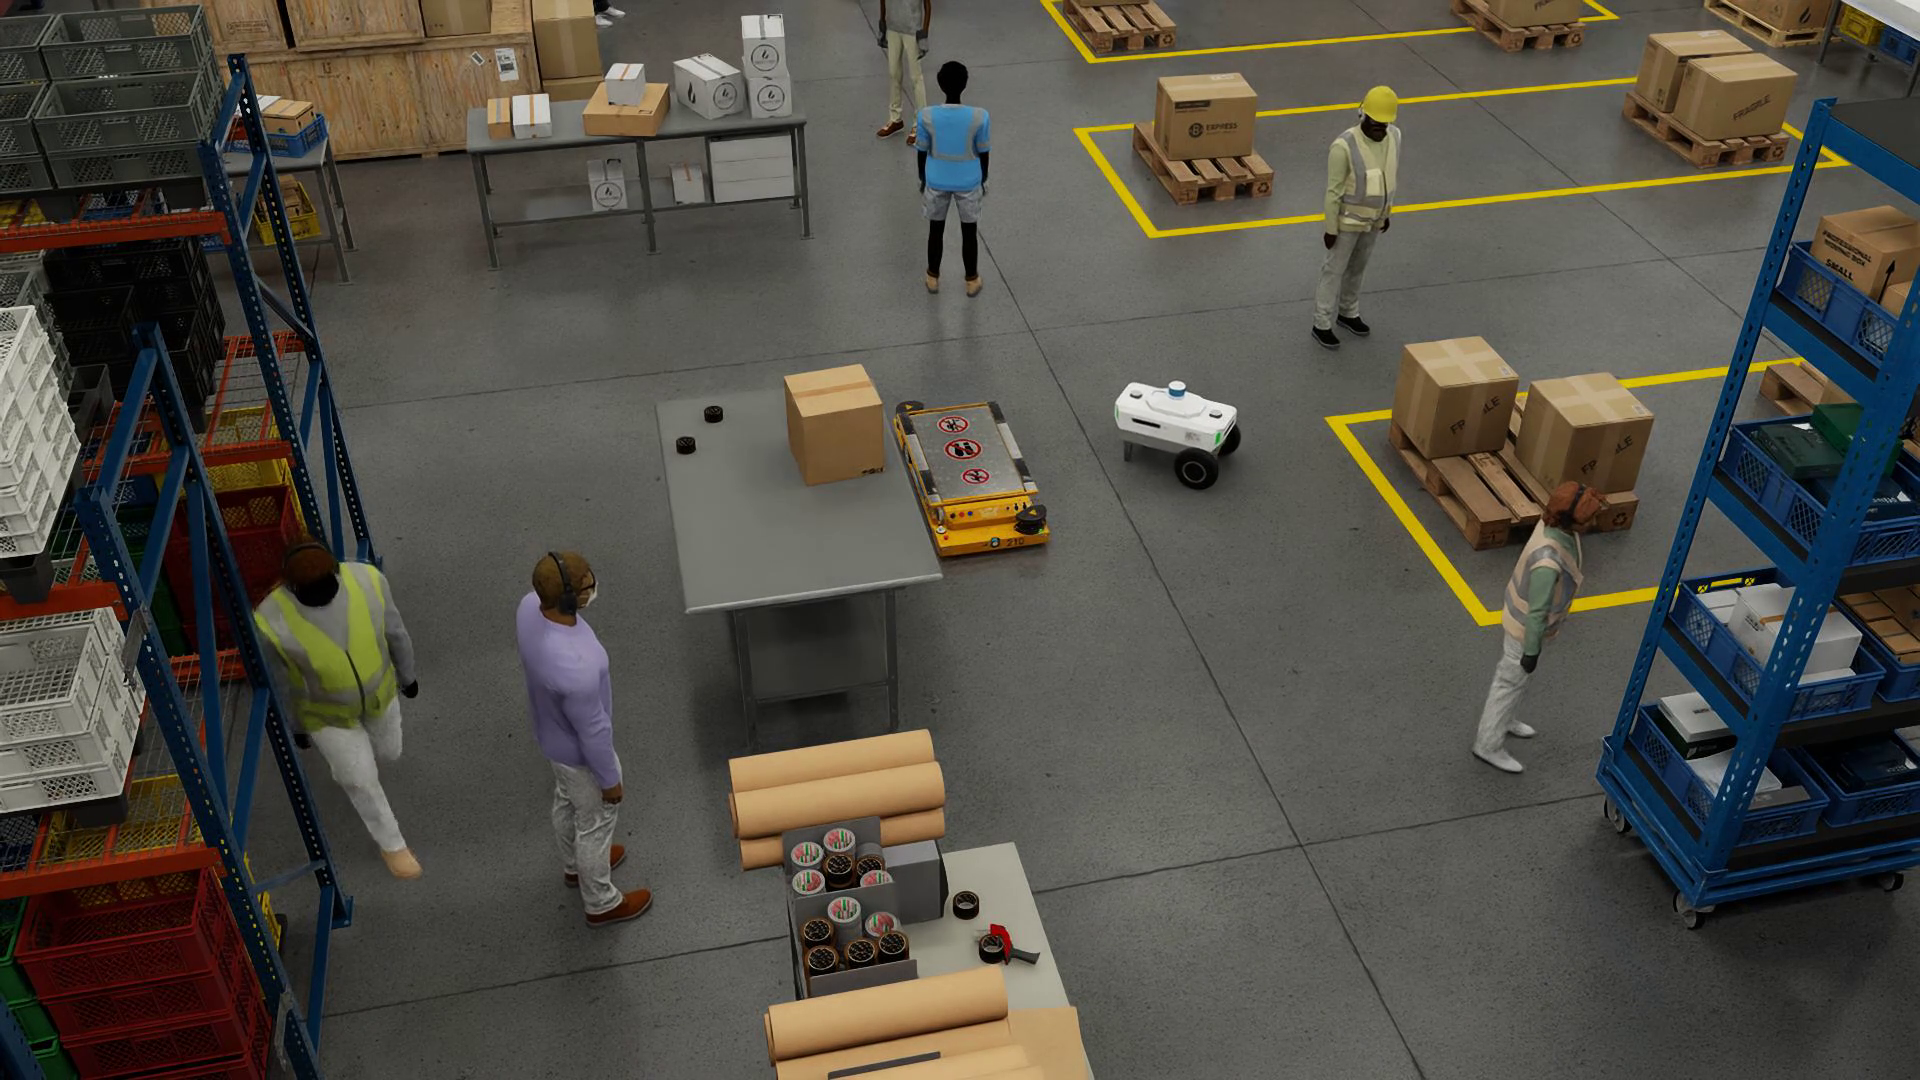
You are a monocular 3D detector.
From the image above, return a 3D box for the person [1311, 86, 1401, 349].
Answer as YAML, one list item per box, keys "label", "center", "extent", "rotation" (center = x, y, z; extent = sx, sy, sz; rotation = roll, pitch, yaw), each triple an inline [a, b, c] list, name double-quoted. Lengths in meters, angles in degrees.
- label: "person"
  center: [2.681, -2.170, 11.151]
  extent: [0.595, 1.826, 0.403]
  rotation: [-22, 42, -27]

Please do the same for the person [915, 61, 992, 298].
- label: "person"
  center: [-0.048, -2.541, 11.773]
  extent: [0.544, 1.689, 0.326]
  rotation: [5, 37, 7]

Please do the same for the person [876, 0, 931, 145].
- label: "person"
  center: [-0.478, -4.256, 13.921]
  extent: [0.513, 1.872, 0.328]
  rotation: [20, 41, 25]

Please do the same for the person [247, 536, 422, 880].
- label: "person"
  center: [-2.756, 0.654, 7.387]
  extent: [0.641, 1.808, 0.776]
  rotation: [-30, 46, -34]

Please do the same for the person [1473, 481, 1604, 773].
- label: "person"
  center: [2.711, 0.397, 7.866]
  extent: [0.314, 1.631, 0.522]
  rotation: [15, 39, 19]

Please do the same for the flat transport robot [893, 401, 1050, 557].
- label: "flat transport robot"
  center: [0.046, -0.430, 10.108]
  extent: [0.652, 0.197, 1.431]
  rotation: [-8, 37, -10]

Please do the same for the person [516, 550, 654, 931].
- label: "person"
  center: [-1.599, 0.844, 7.017]
  extent: [0.358, 1.931, 0.628]
  rotation: [-19, 41, -24]

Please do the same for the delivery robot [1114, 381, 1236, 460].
- label: "delivery robot"
  center: [1.315, -0.745, 10.220]
  extent: [0.707, 0.478, 0.477]
  rotation: [16, 40, 21]

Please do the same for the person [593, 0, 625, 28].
- label: "person"
  center: [-3.627, -6.011, 16.251]
  extent: [0.394, 1.911, 0.584]
  rotation: [11, 38, 15]
